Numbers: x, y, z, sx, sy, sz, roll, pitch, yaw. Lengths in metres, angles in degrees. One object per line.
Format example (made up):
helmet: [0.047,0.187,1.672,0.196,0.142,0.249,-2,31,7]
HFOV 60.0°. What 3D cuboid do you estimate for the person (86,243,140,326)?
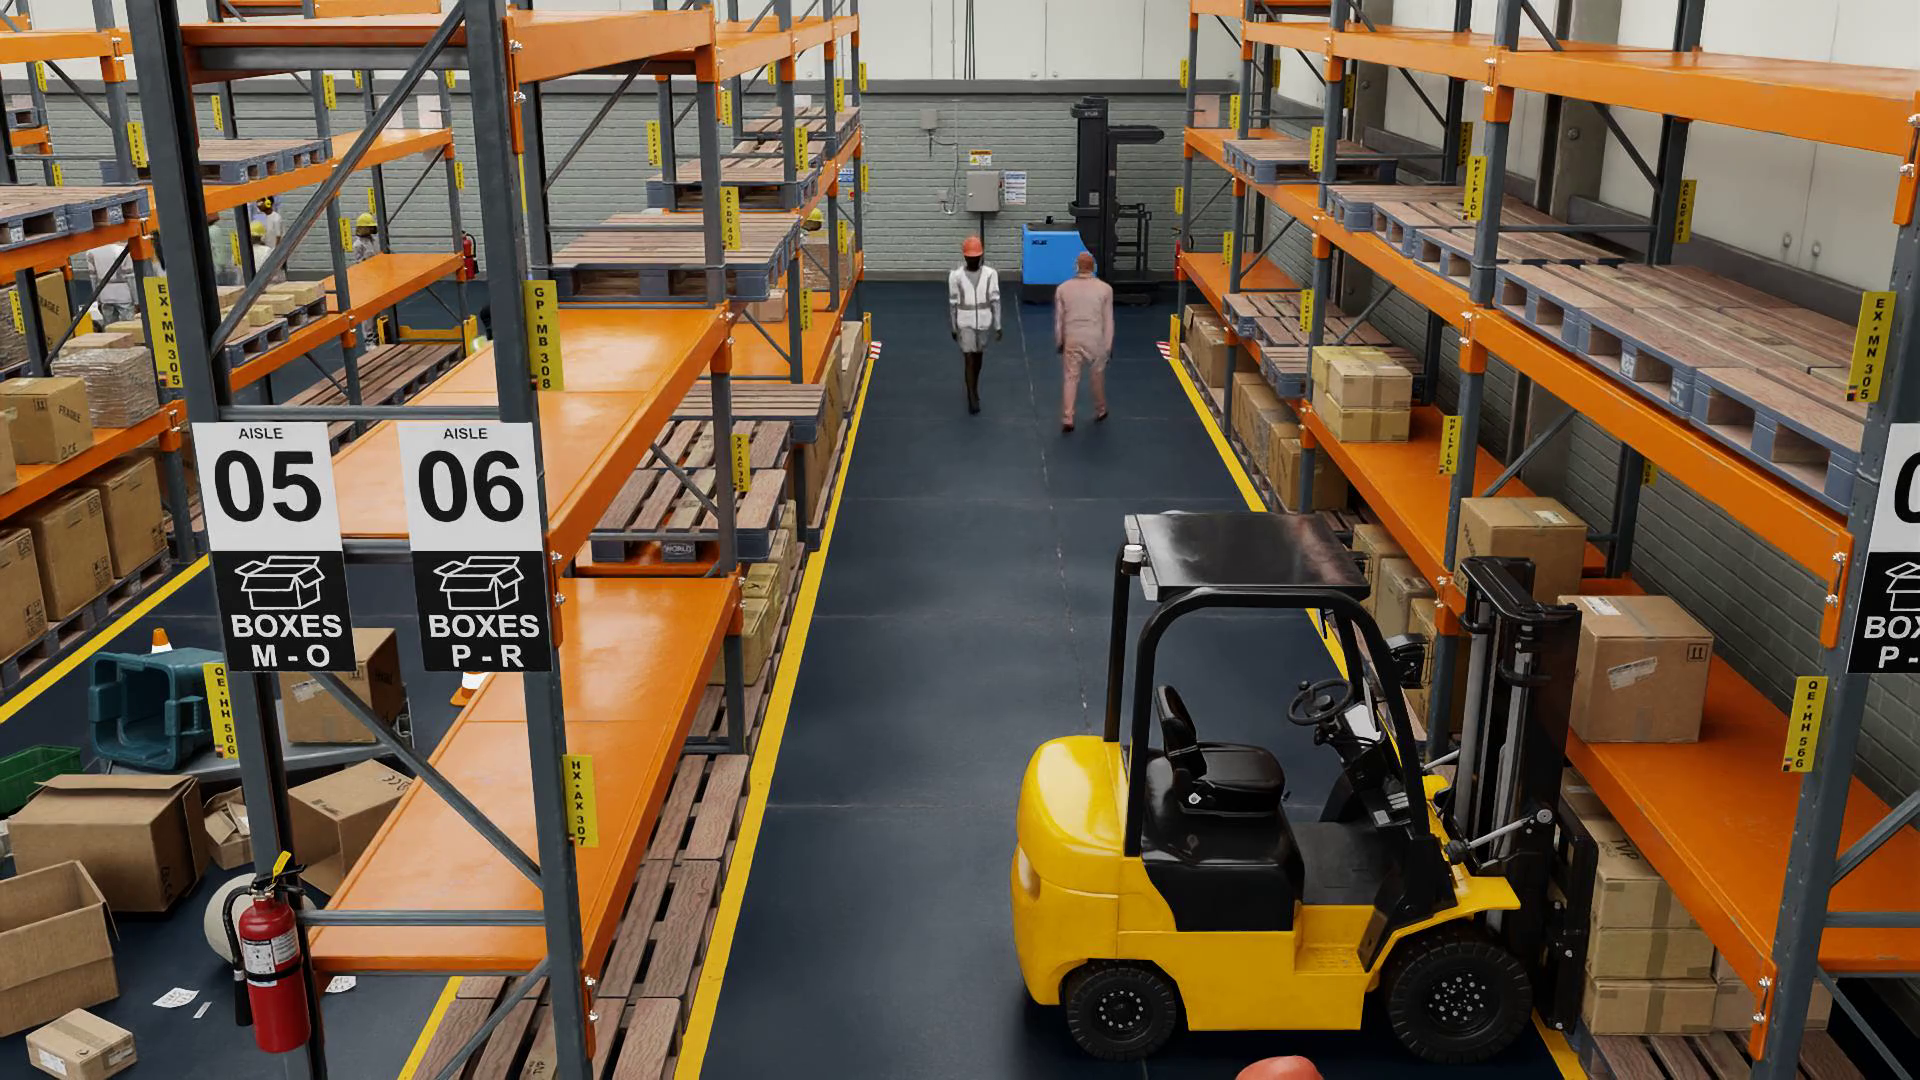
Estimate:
person: [-9.935,-2.854,19.619,0.543,1.929,0.387,1,18,4]

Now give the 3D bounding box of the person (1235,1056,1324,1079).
person: [0.749,2.187,4.189,0.377,2.045,0.605,-8,20,-24]

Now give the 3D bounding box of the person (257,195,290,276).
person: [-9.296,-3.819,22.653,0.365,1.853,0.525,-15,23,-38]

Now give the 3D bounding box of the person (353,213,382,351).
person: [-7.494,-3.284,21.202,0.290,1.746,0.486,3,19,10]

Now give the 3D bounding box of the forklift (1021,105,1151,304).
forklift: [1.857,-4.944,24.441,1.873,2.768,1.129,0,18,0]

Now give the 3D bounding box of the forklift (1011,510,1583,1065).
forklift: [1.387,1.055,7.378,2.313,2.155,1.214,0,18,0]

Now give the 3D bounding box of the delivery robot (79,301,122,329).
delivery robot: [-11.386,-3.031,22.155,0.707,0.478,0.477,-12,22,-32]

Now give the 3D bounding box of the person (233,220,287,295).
person: [-8.436,-2.939,20.082,0.582,1.802,0.758,2,18,6]

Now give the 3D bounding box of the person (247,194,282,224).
person: [-10.691,-4.827,25.564,0.543,1.939,0.371,-12,22,-32]

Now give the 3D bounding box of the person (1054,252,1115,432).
person: [1.294,-2.073,17.396,0.663,1.851,0.999,5,19,16]

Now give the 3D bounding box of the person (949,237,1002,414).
person: [0.152,-2.395,18.292,0.554,1.893,0.985,-3,19,-9]

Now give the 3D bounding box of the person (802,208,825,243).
person: [-1.912,-3.474,21.801,0.320,1.731,0.489,-1,18,-2]
